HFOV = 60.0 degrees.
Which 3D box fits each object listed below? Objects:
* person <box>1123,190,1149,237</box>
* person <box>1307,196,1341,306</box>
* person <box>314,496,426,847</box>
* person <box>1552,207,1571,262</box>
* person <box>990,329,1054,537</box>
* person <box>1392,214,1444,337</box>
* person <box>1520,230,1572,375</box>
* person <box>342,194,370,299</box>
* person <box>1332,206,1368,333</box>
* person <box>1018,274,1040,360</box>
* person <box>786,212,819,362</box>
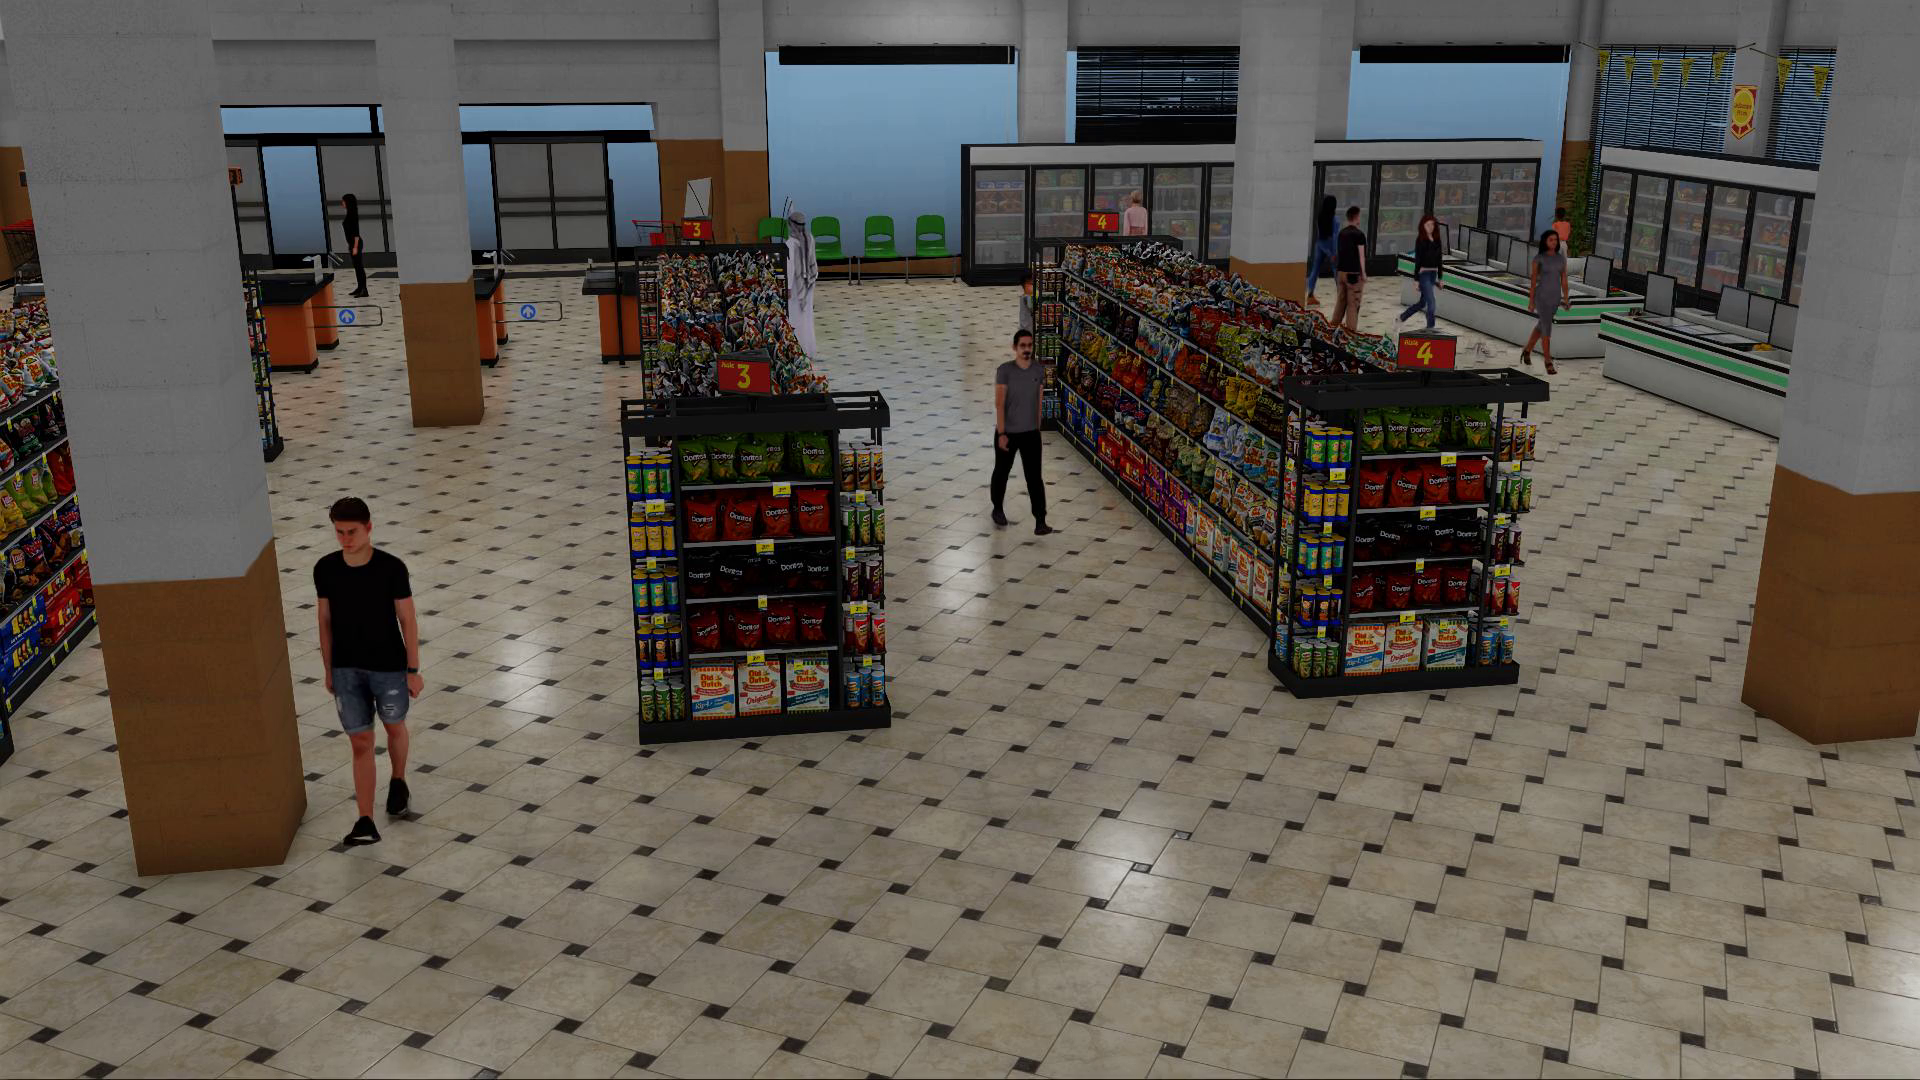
[{"bbox_3d":[2.843,-4.807,26.921,0.624,1.691,0.612,-6,18,-19],"label":"person"},{"bbox_3d":[5.611,-4.439,25.755,1.041,1.665,1.186,-12,21,-35],"label":"person"},{"bbox_3d":[-3.081,0.642,8.774,0.710,1.808,1.114,-2,17,-8],"label":"person"},{"bbox_3d":[10.112,-4.949,28.045,0.500,1.309,0.496,-1,17,-3],"label":"person"},{"bbox_3d":[0.450,-0.909,14.048,0.752,1.711,1.184,-5,18,-17],"label":"person"},{"bbox_3d":[6.259,-3.511,22.551,0.881,1.750,1.241,-11,20,-31],"label":"person"},{"bbox_3d":[7.269,-2.957,20.749,0.651,1.735,1.106,-4,17,-13],"label":"person"},{"bbox_3d":[-9.759,-4.760,26.849,0.706,1.642,0.562,-10,20,-30],"label":"person"},{"bbox_3d":[5.360,-3.680,22.956,0.804,1.838,0.622,-7,18,-23],"label":"person"},{"bbox_3d":[0.801,-2.484,19.676,0.643,1.455,0.452,-2,17,-6],"label":"person"},{"bbox_3d":[-2.065,-3.246,21.373,0.859,1.926,0.783,9,19,28],"label":"person"}]
